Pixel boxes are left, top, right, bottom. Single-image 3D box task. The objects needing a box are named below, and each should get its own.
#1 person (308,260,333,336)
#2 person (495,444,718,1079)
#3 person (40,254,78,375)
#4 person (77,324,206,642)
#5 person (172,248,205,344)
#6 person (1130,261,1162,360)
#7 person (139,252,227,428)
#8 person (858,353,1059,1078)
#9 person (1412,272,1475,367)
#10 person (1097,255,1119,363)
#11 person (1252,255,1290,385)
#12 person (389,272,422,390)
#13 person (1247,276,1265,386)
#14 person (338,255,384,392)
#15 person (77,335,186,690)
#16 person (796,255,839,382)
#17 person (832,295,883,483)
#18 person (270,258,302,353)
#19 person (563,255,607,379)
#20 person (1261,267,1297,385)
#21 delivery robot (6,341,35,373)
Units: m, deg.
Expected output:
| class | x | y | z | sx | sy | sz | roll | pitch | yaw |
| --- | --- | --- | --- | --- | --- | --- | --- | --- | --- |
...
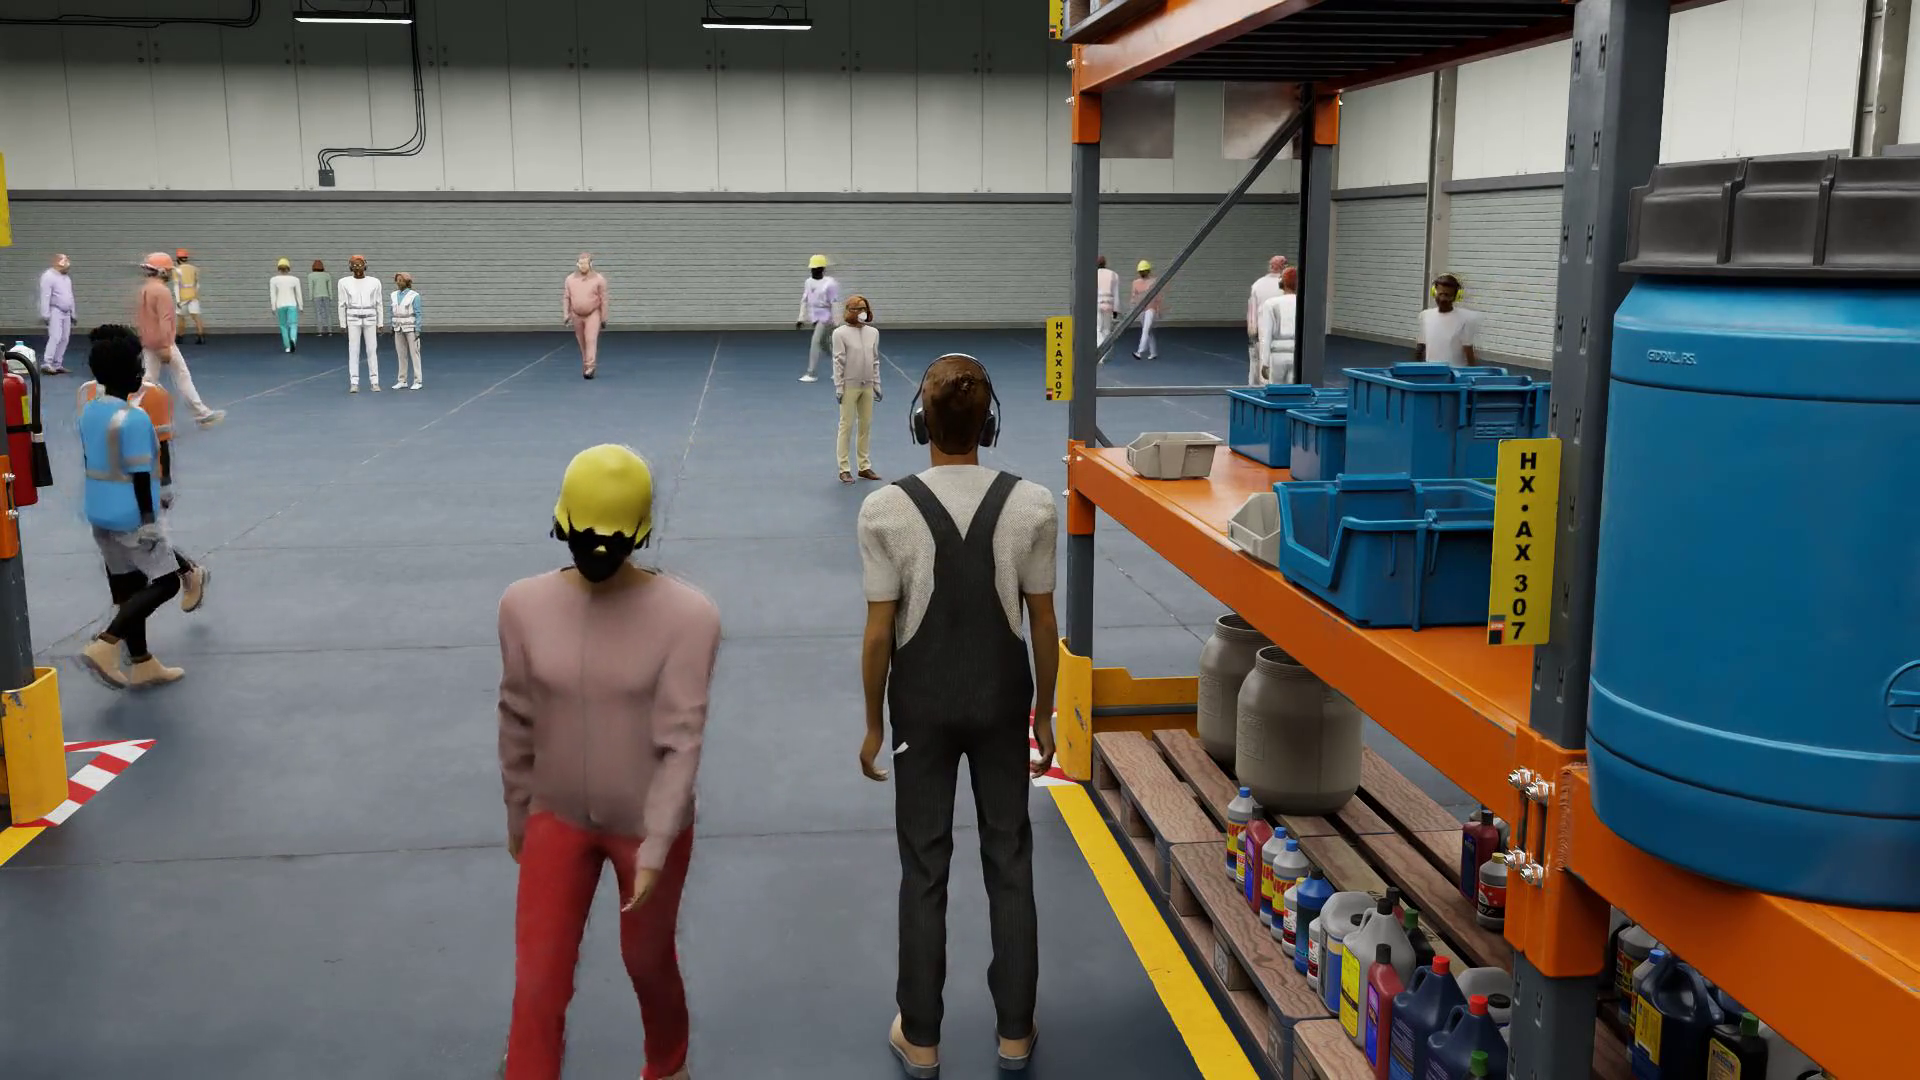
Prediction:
| class | x | y | z | sx | sy | sz | roll | pitch | yaw |
| --- | --- | --- | --- | --- | --- | --- | --- | --- | --- |
| person | -13.826 | -5.229 | 35.953 | 0.501 | 1.633 | 0.281 | -9 | 13 | -40 |
| person | -0.777 | 0.623 | 3.682 | 0.528 | 1.704 | 0.799 | 1 | 10 | 6 |
| person | -14.090 | -3.529 | 26.001 | 0.435 | 1.868 | 0.698 | 1 | 10 | 3 |
| person | -4.419 | -0.318 | 8.913 | 0.540 | 1.681 | 0.583 | 3 | 11 | 16 |
| person | -15.335 | -4.822 | 32.979 | 0.675 | 1.929 | 0.548 | 8 | 13 | 39 |
| person | 3.201 | -3.961 | 28.791 | 0.515 | 1.710 | 0.951 | 9 | 14 | 41 |
| person | -8.665 | -2.170 | 18.307 | 0.652 | 1.946 | 0.981 | 9 | 14 | 40 |
| person | -0.004 | 0.454 | 4.218 | 0.504 | 1.847 | 0.344 | -1 | 10 | -7 |
| person | 3.983 | -1.281 | 13.736 | 0.634 | 1.844 | 0.463 | 10 | 14 | 43 |
| person | 2.341 | -3.942 | 28.410 | 0.639 | 1.806 | 0.849 | -3 | 11 | -14 |
| person | 4.075 | -2.712 | 21.470 | 0.649 | 1.892 | 0.459 | 6 | 12 | 29 |
| person | -7.771 | -2.930 | 23.326 | 0.514 | 1.645 | 0.308 | 4 | 11 | 20 |
| person | 4.138 | -2.763 | 22.525 | 0.517 | 1.613 | 0.809 | -2 | 10 | -9 |
| person | -8.236 | -2.972 | 22.894 | 0.585 | 1.882 | 0.344 | -4 | 11 | -23 |
| person | -3.899 | -0.107 | 7.719 | 0.543 | 1.681 | 0.449 | 8 | 13 | 37 |
| person | -2.035 | -3.304 | 24.762 | 1.008 | 1.878 | 0.575 | -10 | 14 | -44 |
| person | -0.891 | -1.318 | 14.516 | 0.500 | 1.633 | 0.282 | -9 | 14 | -42 |
| person | -12.323 | -4.277 | 30.432 | 0.527 | 1.748 | 0.620 | -3 | 11 | -18 |
| person | -5.677 | -3.380 | 25.213 | 0.634 | 1.864 | 1.010 | 1 | 10 | 5 |
| person | 3.324 | -1.820 | 16.738 | 0.598 | 1.834 | 1.000 | 0 | 10 | -1 |
| delivery robot | -14.164 | -2.752 | 25.076 | 0.477 | 0.478 | 0.707 | -5 | 11 | -24 |
